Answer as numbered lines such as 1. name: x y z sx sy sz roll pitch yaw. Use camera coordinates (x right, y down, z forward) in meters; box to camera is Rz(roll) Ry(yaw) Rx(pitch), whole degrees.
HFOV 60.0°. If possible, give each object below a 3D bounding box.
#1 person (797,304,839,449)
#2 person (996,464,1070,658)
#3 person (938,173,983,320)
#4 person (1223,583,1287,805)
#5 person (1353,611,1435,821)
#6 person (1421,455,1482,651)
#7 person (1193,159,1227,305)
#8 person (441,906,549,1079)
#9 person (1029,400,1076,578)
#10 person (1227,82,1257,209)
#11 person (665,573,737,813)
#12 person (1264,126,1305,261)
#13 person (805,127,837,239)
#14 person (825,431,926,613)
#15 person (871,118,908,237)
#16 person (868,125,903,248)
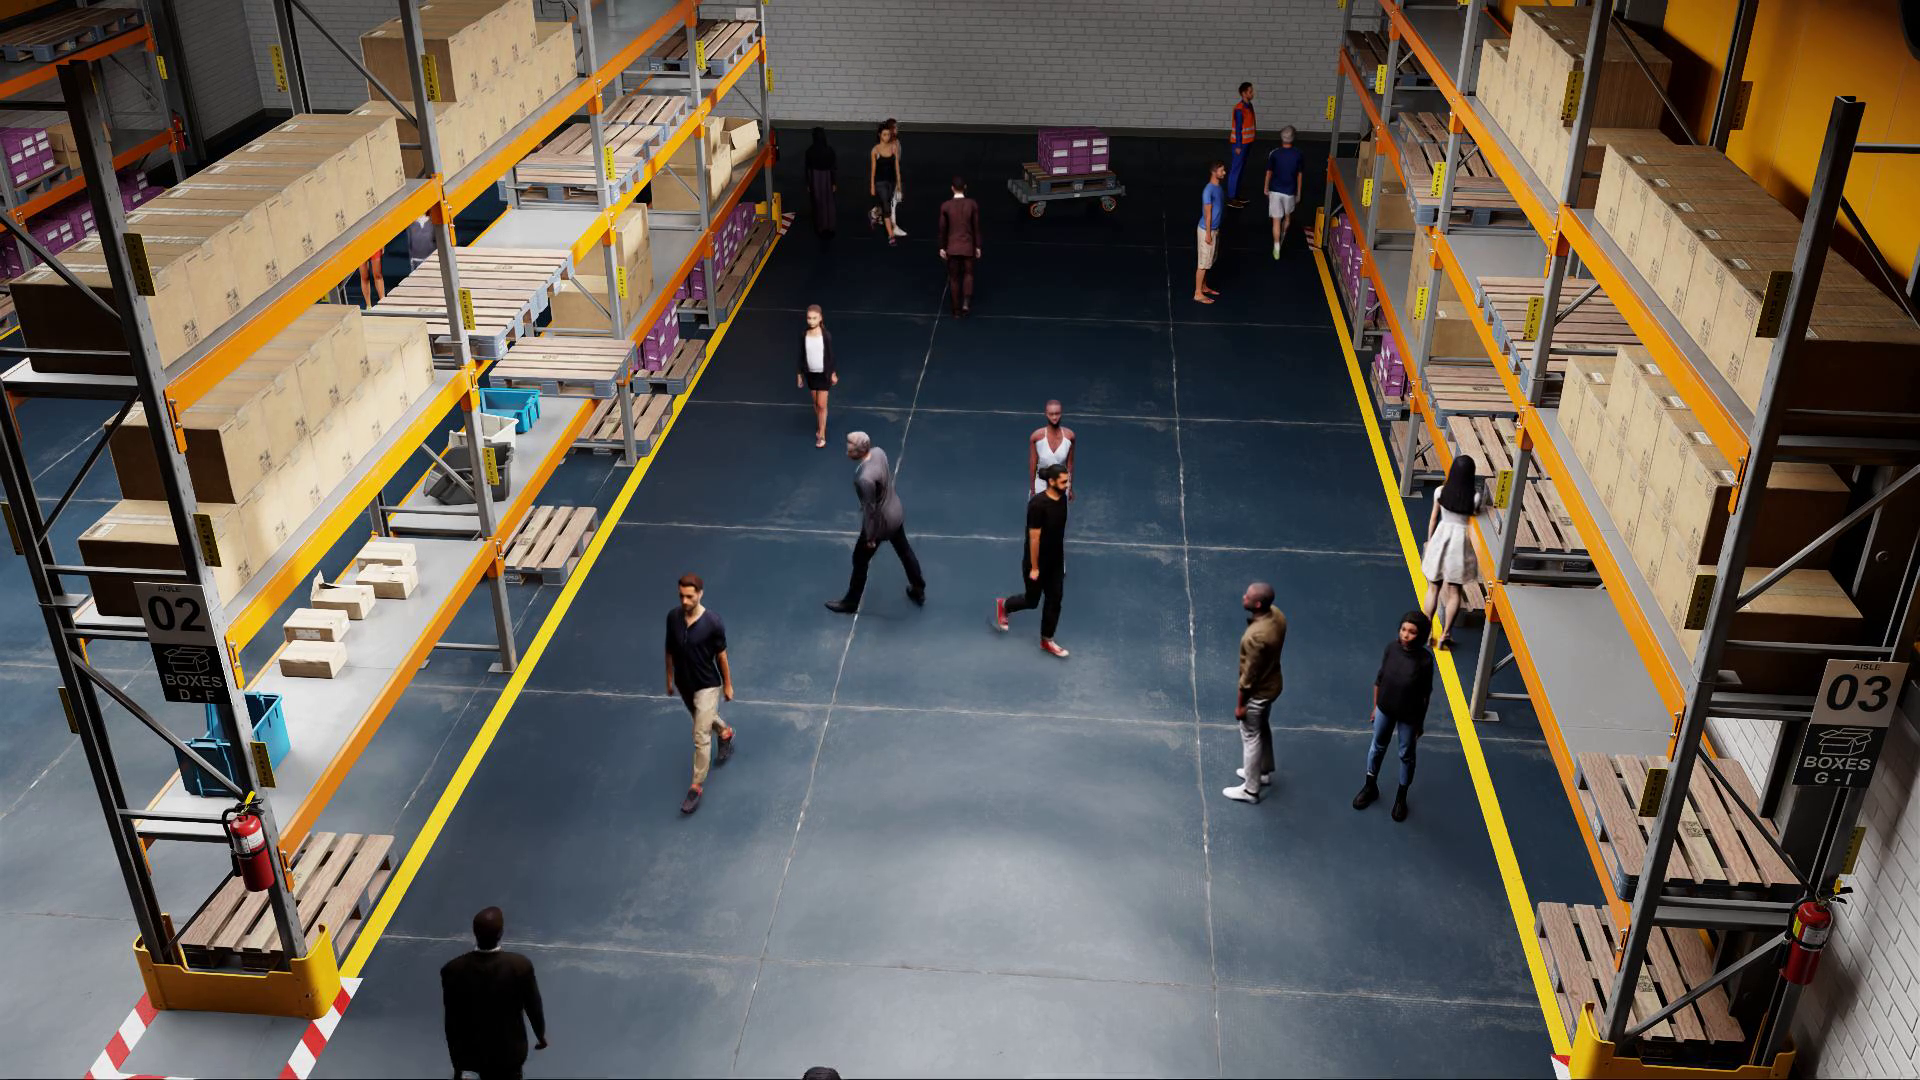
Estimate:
1. person: -1.520 -1.833 17.984 0.617 1.538 0.819 6 29 11
2. person: 0.642 0.147 14.156 1.065 1.728 1.079 -25 37 -38
3. person: 0.016 -3.669 21.022 0.747 1.851 0.745 -1 29 -2
4. person: 2.211 1.109 12.300 0.842 1.816 0.670 14 32 24
5. person: 3.213 1.258 12.146 0.664 1.701 0.681 17 33 29
6. person: 4.187 0.106 14.190 0.735 1.766 0.756 14 32 24
7. person: 3.262 -4.059 21.725 0.768 1.863 0.599 11 31 20
8. person: -2.578 2.868 9.138 0.777 1.756 1.014 -7 29 -13
9. person: 0.825 -0.461 15.212 0.628 1.783 0.563 -4 29 -8
10. person: 4.290 -6.037 25.351 0.834 1.863 0.693 15 32 25
11. person: -1.914 1.035 12.428 0.884 1.822 1.258 10 30 18
12. person: 4.499 -4.797 23.154 0.646 1.790 1.105 2 29 4
13. person: -2.011 -5.114 23.931 0.667 1.602 0.777 -2 29 -3
14. person: -0.625 -0.149 14.656 1.008 1.767 1.061 12 31 21
15. person: -1.075 -5.266 24.108 0.863 1.699 0.913 15 32 25
16. person: -1.115 -5.103 23.813 0.962 1.695 1.142 -15 32 -25
